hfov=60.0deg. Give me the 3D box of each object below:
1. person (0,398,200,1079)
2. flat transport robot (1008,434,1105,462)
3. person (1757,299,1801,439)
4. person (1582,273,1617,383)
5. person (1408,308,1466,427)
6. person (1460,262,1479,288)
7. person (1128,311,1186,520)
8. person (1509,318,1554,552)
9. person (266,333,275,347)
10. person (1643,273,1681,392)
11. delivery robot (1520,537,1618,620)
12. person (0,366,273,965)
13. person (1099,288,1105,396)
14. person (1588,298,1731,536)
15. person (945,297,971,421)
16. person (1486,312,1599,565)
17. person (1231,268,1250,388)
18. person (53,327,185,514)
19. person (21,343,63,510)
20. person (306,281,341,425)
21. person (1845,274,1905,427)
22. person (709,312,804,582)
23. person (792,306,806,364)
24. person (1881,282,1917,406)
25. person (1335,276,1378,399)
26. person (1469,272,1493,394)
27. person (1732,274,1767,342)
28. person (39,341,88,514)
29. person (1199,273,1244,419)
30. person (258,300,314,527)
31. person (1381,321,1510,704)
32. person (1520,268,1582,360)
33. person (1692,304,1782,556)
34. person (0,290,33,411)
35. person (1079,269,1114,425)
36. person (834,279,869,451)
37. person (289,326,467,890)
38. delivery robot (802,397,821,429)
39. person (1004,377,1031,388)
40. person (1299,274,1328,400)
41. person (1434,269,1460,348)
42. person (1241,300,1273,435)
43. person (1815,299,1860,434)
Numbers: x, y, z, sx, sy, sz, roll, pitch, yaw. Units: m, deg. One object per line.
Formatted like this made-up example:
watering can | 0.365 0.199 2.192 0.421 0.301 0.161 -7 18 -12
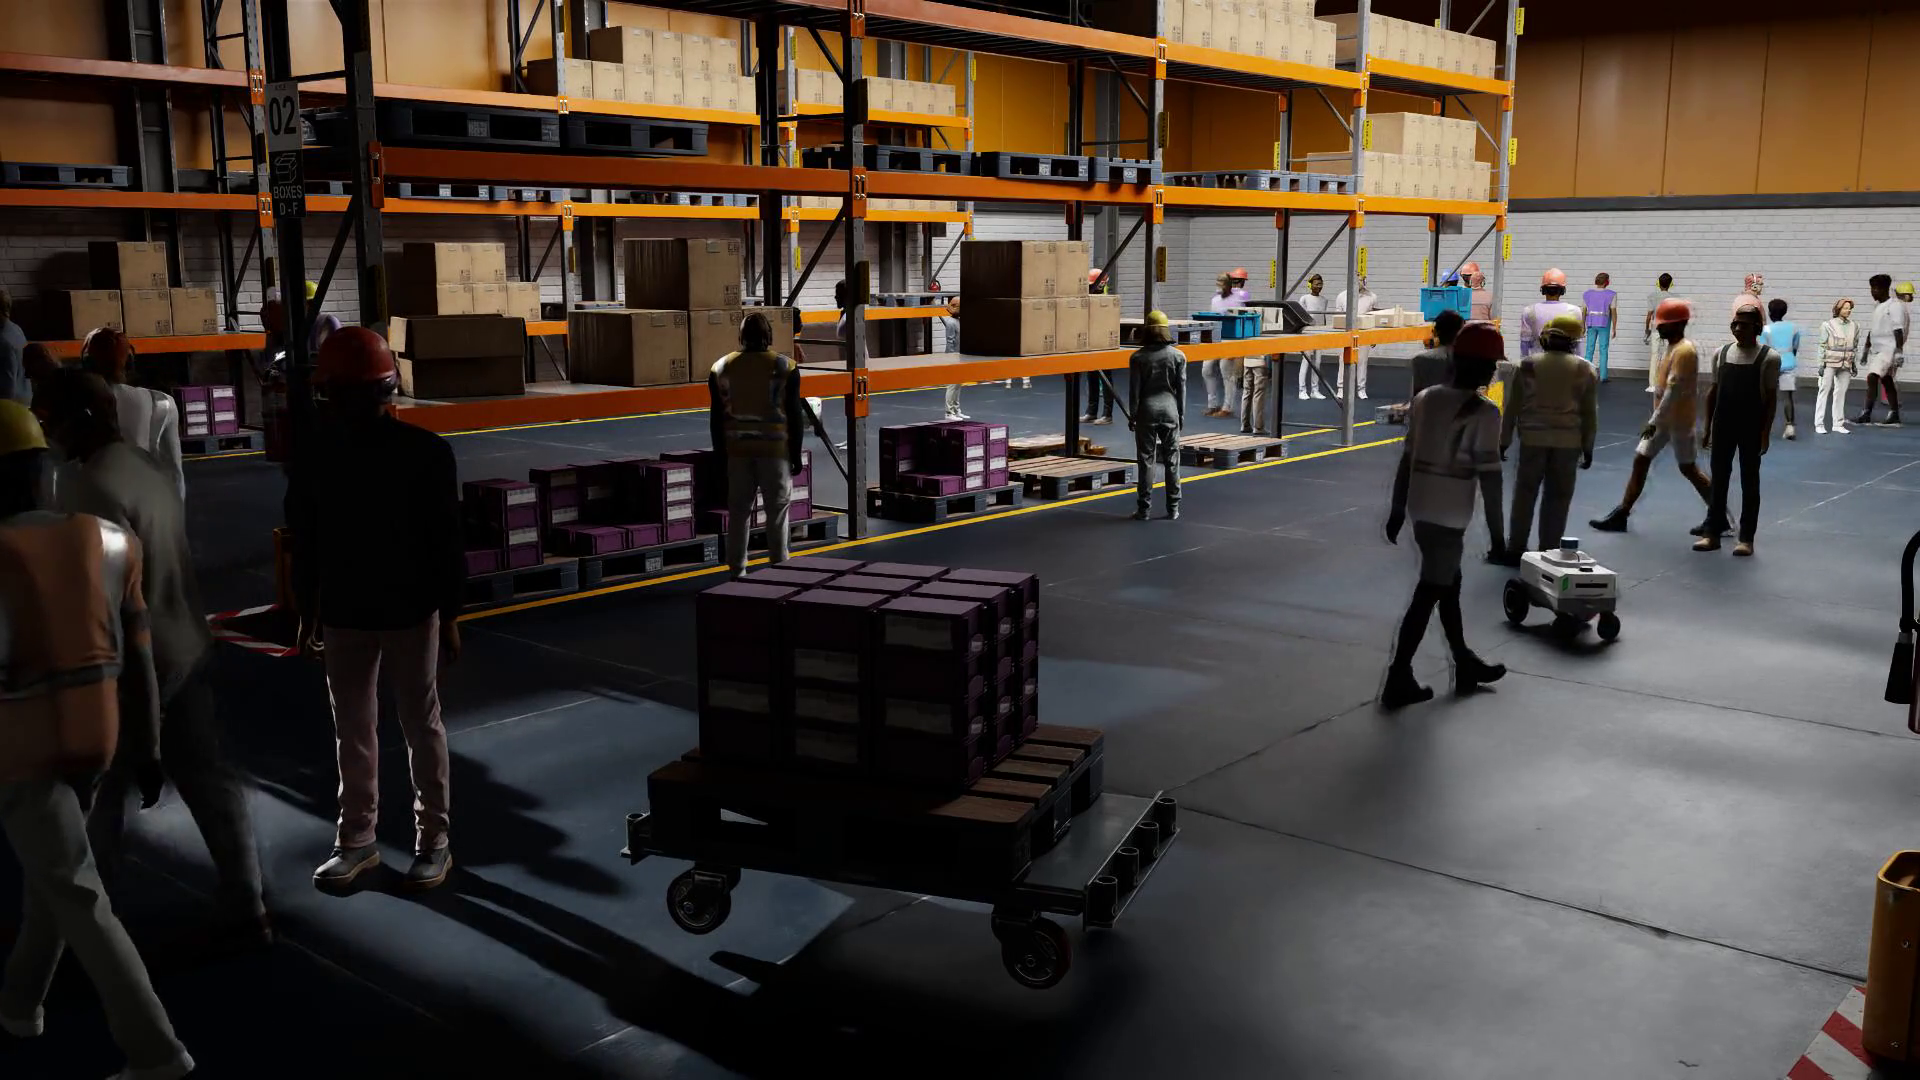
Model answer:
person | -2.448 0.557 4.449 1.007 1.871 0.611 5 11 29
flat transport robot | 0.854 -0.957 17.592 0.652 0.197 1.431 8 13 40
person | 9.759 -2.042 19.854 0.529 1.646 0.926 1 10 6
person | 10.732 -3.565 27.957 0.575 1.843 0.375 7 12 36
person | 3.594 -0.809 12.379 0.539 1.823 0.959 3 10 17
person | 7.603 -3.136 24.952 0.608 2.045 0.392 -8 13 -38
person | 1.635 -1.032 13.858 0.484 1.735 0.311 -1 10 -4
person | 4.288 -0.737 12.123 0.520 1.759 0.349 -4 11 -21
person | -7.256 -1.690 17.916 0.493 1.624 0.282 5 11 28
person | 10.990 -3.241 26.044 0.518 1.874 0.330 3 10 16
delivery robot | 3.568 0.228 9.771 0.477 0.478 0.707 0 10 -2
person | -2.654 0.408 5.217 0.950 1.889 0.650 -1 10 -5
person | 2.083 -2.990 25.055 0.526 1.712 0.896 0 10 -1
person | 5.589 -0.951 13.020 1.028 1.883 0.539 0 10 3
person | -0.046 -2.368 21.783 0.294 1.623 0.508 3 10 17
person | 4.153 -0.704 11.824 0.705 1.812 0.413 4 11 21
person | 4.484 -3.413 26.838 0.358 1.937 0.544 -9 13 -41
person | -4.065 -0.088 8.081 0.577 1.879 0.347 -8 13 -39
person | -6.458 -0.611 11.875 0.501 1.590 0.846 10 14 44
person | -6.629 -1.697 17.130 0.592 1.919 0.398 3 10 17
person | 11.561 -2.386 21.008 0.829 1.923 0.641 2 10 9
person | -1.331 -0.576 10.986 0.625 1.836 0.428 2 10 10
person | -1.639 -1.405 16.082 0.321 1.697 0.529 -3 10 -18
person | 13.475 -2.806 23.867 0.331 1.768 0.527 5 11 28
person | 5.925 -3.058 24.895 0.639 1.910 0.406 1 10 8
person | 7.621 -3.011 24.631 0.655 1.906 0.407 5 11 27
person | 10.709 -2.649 22.569 0.410 1.909 0.643 0 10 1
person | -4.509 -0.186 8.808 0.632 1.814 0.426 -7 12 -35
person | 3.414 -2.546 21.914 0.569 1.926 0.662 -5 11 -27
person | -4.865 -0.799 12.114 0.398 1.889 0.657 1 10 4
person | 2.487 -0.130 8.267 0.903 1.891 0.563 -4 11 -22
person | 6.134 -1.796 17.314 0.607 2.048 0.370 4 11 24
person | 5.740 -0.809 12.270 0.345 1.846 0.508 -10 14 -43
person | -7.615 -1.038 13.306 0.372 1.940 0.627 -4 11 -23
person | 1.766 -2.465 21.294 0.401 1.987 0.612 -7 12 -36
person | -1.210 -1.949 18.596 0.392 1.911 0.582 -2 10 -10
person | -2.044 0.250 5.822 0.619 1.990 0.395 1 10 7
delivery robot | -1.891 -1.592 20.131 0.477 0.478 0.707 1 10 4
person | 0.914 -3.433 26.783 0.609 1.995 0.375 1 10 5
person | 5.294 -3.030 24.846 0.537 1.869 0.314 -5 11 -25
person | 7.101 -2.938 24.100 0.604 1.948 0.386 -6 12 -32
person | 3.621 -2.095 20.198 0.312 1.634 0.513 -6 11 -29
person | 10.686 -2.113 20.264 0.517 1.645 0.307 -1 10 -7
